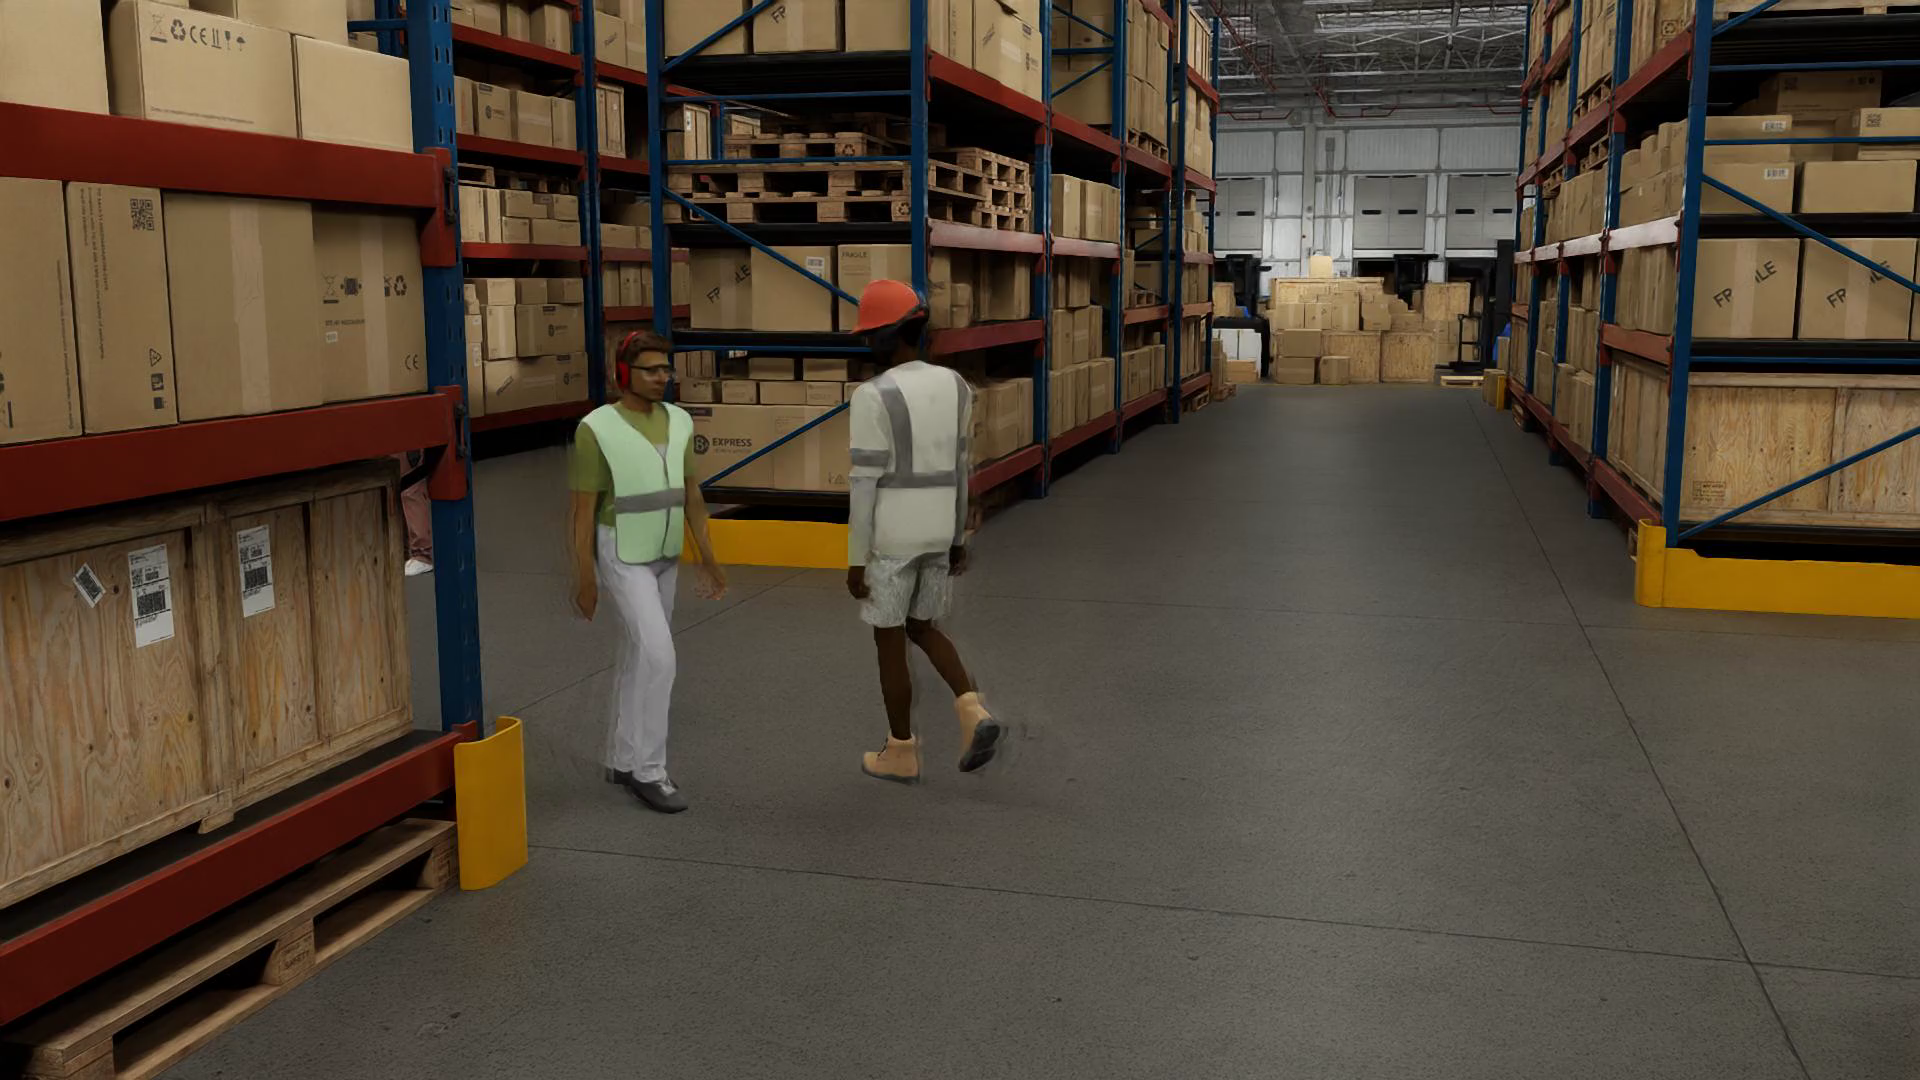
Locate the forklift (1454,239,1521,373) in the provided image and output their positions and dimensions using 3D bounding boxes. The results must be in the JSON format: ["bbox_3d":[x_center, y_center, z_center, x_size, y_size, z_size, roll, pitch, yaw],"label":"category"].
[{"bbox_3d":[11.532,-4.888,34.828,1.873,2.768,1.129,7,12,39],"label":"forklift"}]

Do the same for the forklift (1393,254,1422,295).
[{"bbox_3d":[14.750,-8.054,54.939,1.129,2.768,1.873,-2,9,-13],"label":"forklift"}]

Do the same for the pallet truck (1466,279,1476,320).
[{"bbox_3d":[18.896,-8.459,60.307,1.885,1.965,0.823,5,10,31],"label":"pallet truck"}]

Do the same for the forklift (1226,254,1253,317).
[{"bbox_3d":[9.270,-8.127,55.406,1.873,2.768,1.129,-7,11,-38],"label":"forklift"}]

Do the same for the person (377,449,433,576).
[{"bbox_3d":[-3.875,-0.701,11.354,0.401,1.899,0.636,-9,13,-44],"label":"person"}]

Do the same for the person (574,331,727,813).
[{"bbox_3d":[-1.149,0.118,6.395,0.666,1.823,0.572,5,10,27],"label":"person"}]

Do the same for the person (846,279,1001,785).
[{"bbox_3d":[-0.159,-0.006,6.548,0.598,2.016,0.653,9,12,44],"label":"person"}]
